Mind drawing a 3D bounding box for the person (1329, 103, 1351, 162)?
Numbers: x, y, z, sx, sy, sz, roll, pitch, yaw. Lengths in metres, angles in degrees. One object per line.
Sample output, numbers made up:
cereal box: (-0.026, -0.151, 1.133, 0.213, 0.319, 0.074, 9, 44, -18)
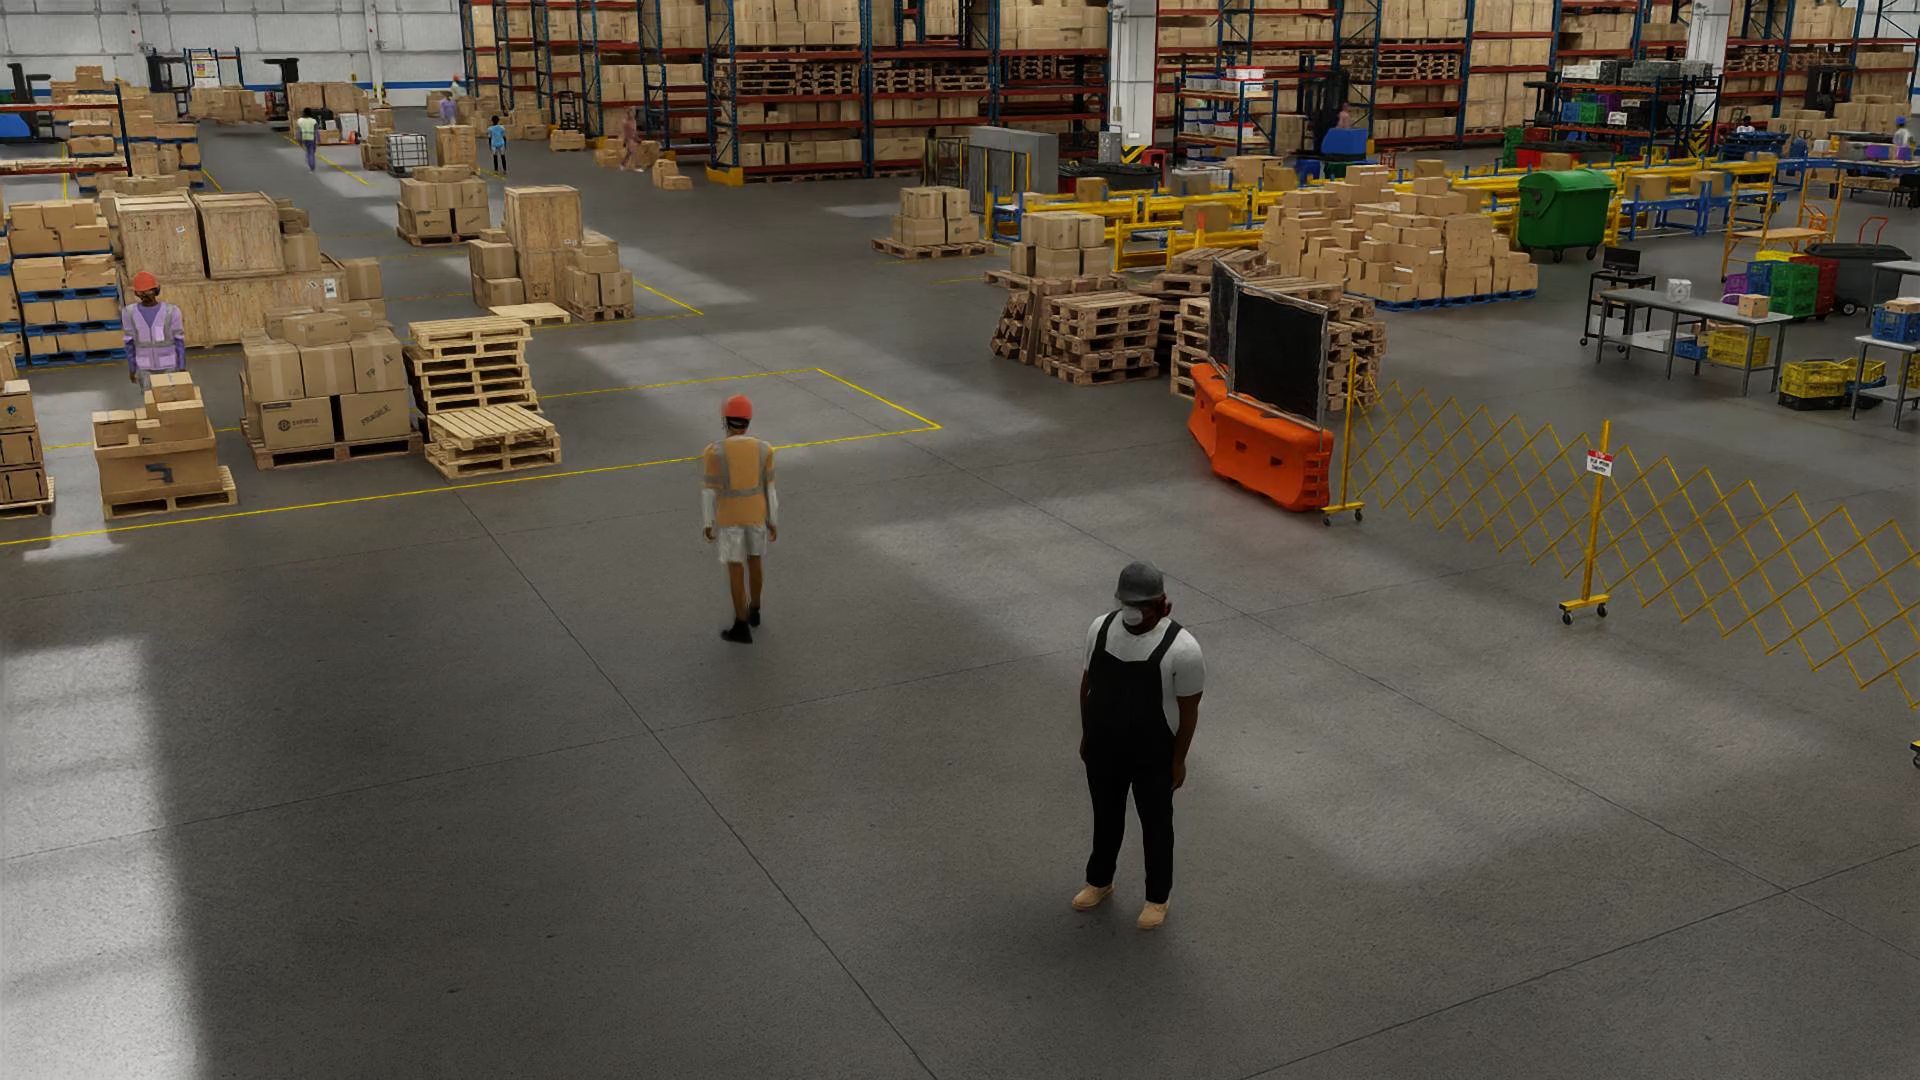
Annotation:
person: (12.143, -12.831, 52.513, 1.007, 1.840, 0.686, -2, 18, -7)

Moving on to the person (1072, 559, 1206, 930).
person: (0.907, 1.078, 8.826, 0.683, 2.000, 0.537, 11, 21, 30)

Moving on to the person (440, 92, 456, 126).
person: (-18.170, -14.992, 59.212, 0.646, 1.866, 1.063, -13, 22, -35)

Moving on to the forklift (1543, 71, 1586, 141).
forklift: (18.685, -13.231, 52.085, 1.873, 2.768, 1.129, -9, 20, -26)

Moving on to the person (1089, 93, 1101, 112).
person: (5.394, -17.127, 66.253, 0.532, 1.609, 0.589, -9, 20, -26)

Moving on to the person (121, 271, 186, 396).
person: (-8.766, -1.918, 18.164, 0.608, 2.044, 0.370, -5, 19, -16)

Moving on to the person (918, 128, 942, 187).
person: (-0.771, -10.278, 44.859, 0.865, 1.651, 0.545, 6, 19, 17)

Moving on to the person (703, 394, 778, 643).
person: (-1.695, -0.162, 12.953, 0.566, 1.908, 0.653, -8, 19, -23)

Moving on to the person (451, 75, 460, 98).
person: (-21.687, -19.041, 71.707, 0.462, 1.954, 0.638, -12, 21, -33)

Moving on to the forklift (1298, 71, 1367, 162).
forklift: (11.893, -13.408, 52.634, 1.129, 2.768, 1.873, -15, 23, -39)

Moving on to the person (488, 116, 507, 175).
person: (-13.609, -11.616, 48.957, 0.540, 1.696, 0.316, -9, 20, -27)

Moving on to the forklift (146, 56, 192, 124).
forklift: (-32.961, -18.471, 68.420, 1.873, 2.768, 1.129, -1, 18, -2)

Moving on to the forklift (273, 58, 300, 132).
forklift: (-26.251, -17.613, 65.743, 1.873, 2.768, 1.129, -9, 20, -26)

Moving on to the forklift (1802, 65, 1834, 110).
forklift: (29.649, -15.030, 57.691, 1.129, 2.768, 1.873, -9, 20, -27)

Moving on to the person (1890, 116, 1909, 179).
person: (25.392, -10.461, 44.965, 0.615, 1.933, 0.545, -12, 21, -33)

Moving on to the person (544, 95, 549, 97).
person: (-16.596, -17.483, 67.381, 0.672, 1.611, 0.543, -7, 19, -20)

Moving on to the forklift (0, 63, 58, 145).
forklift: (-33.566, -15.610, 59.499, 1.873, 2.768, 1.129, -9, 20, -26)

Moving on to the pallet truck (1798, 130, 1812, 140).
pallet truck: (25.526, -11.556, 49.408, 1.630, 1.274, 0.653, -9, 20, -26)

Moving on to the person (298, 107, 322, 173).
person: (-19.363, -11.946, 49.662, 0.620, 1.890, 0.738, 1, 18, 2)

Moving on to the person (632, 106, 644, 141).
person: (-11.698, -15.237, 59.847, 0.663, 1.940, 0.622, -10, 20, -29)

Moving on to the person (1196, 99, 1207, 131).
person: (8.968, -15.641, 61.364, 0.585, 1.789, 0.987, -6, 19, -19)

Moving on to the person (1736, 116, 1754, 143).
person: (23.123, -11.657, 49.085, 0.532, 1.696, 0.319, -1, 18, -2)

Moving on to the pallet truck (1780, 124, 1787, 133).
pallet truck: (25.206, -12.542, 52.601, 1.601, 1.201, 0.680, 0, 18, -2)

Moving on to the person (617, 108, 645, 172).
person: (-9.912, -11.987, 49.835, 0.885, 1.874, 0.644, 3, 18, 11)

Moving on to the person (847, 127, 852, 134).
person: (-3.439, -12.361, 50.914, 0.639, 1.923, 0.571, -11, 21, -31)

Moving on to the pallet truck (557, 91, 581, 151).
pallet truck: (-13.495, -14.412, 57.188, 0.823, 1.965, 1.885, -3, 18, -9)
